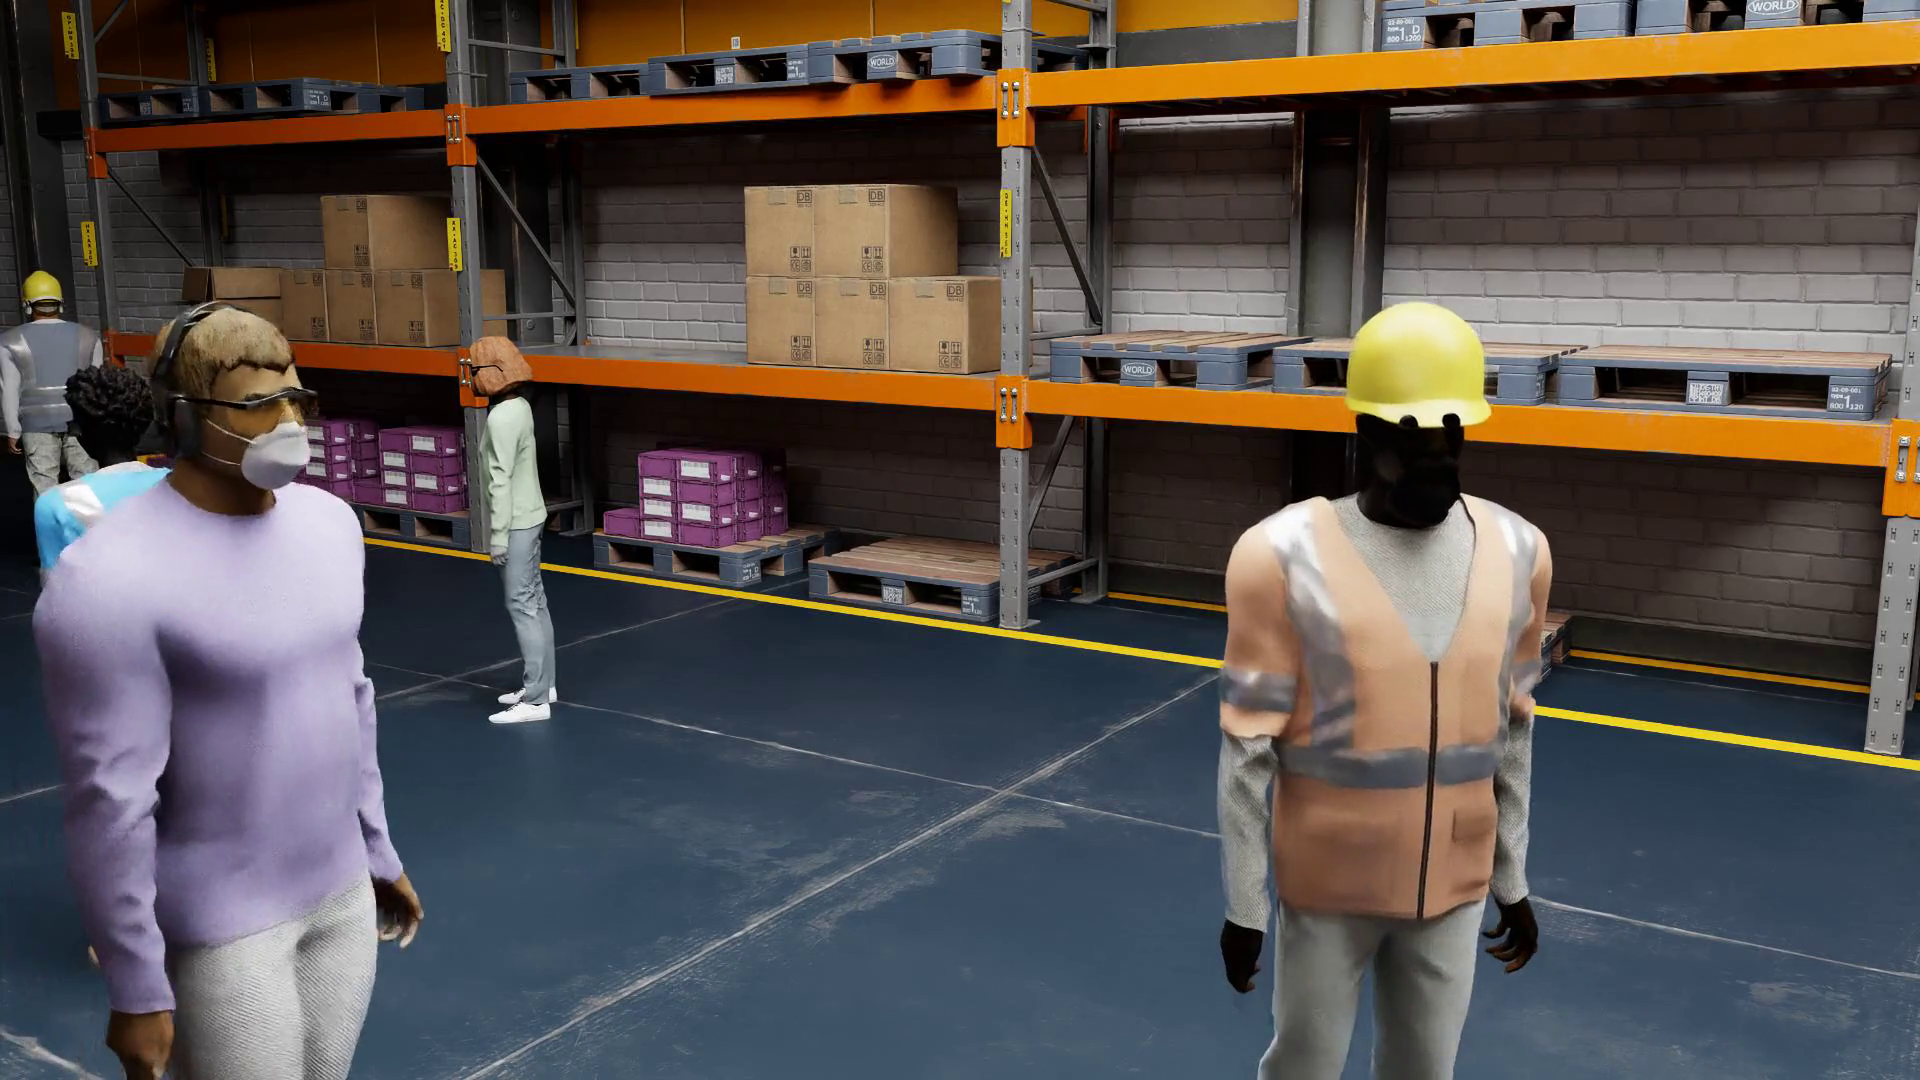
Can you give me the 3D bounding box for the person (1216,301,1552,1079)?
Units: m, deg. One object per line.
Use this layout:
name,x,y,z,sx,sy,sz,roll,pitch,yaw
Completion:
person,0.727,0.563,2.830,0.594,1.924,0.381,-2,11,-13

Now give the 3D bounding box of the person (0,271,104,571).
person,-5.519,-0.714,10.166,0.601,1.833,0.404,-8,13,-39

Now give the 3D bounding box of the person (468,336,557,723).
person,-1.898,-0.045,7.041,0.288,1.626,0.497,-1,10,-7

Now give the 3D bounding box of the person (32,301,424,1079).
person,-1.123,0.588,2.672,0.366,1.938,0.635,3,11,14

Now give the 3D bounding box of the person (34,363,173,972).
person,-2.281,0.357,4.632,0.324,1.688,0.530,5,11,24
